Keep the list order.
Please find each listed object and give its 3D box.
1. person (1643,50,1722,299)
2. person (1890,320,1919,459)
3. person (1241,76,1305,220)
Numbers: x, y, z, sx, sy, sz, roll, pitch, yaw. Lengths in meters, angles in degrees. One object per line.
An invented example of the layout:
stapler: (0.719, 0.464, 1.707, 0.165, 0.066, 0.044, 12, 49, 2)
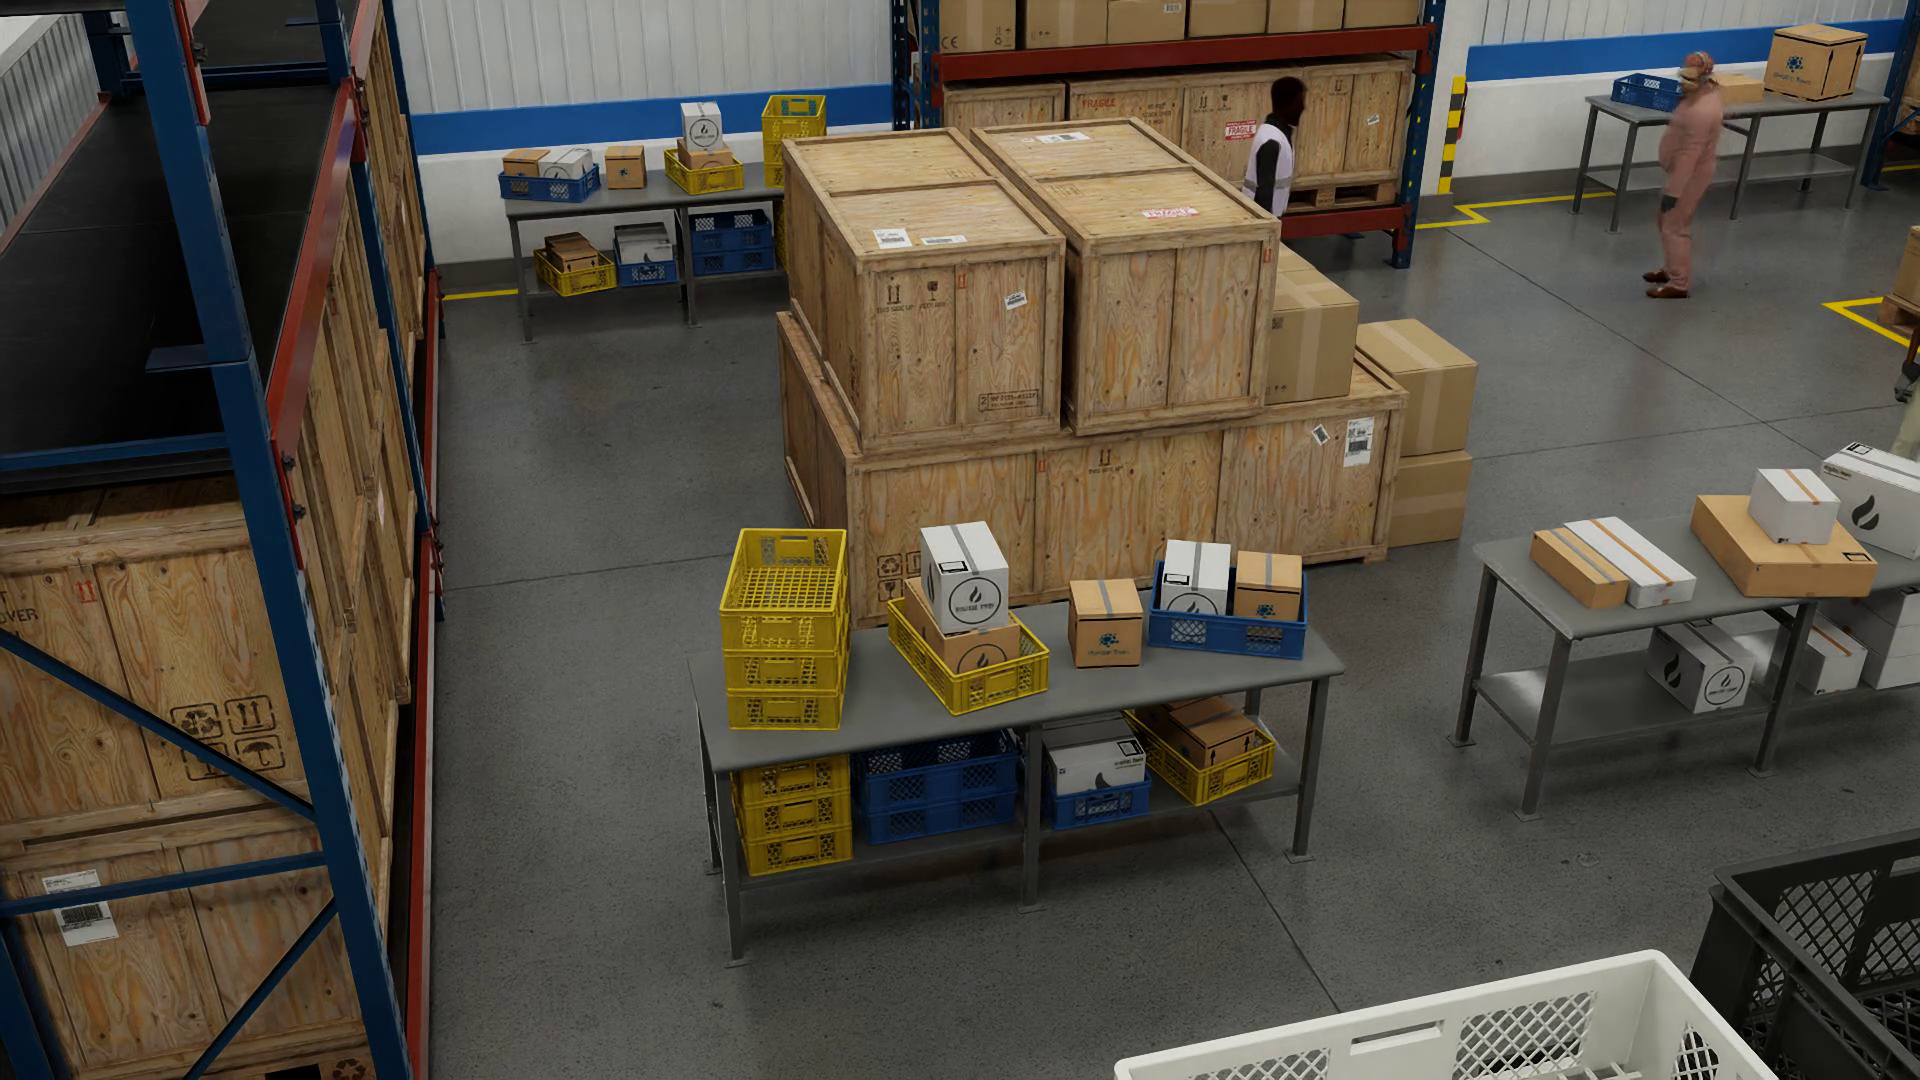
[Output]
person: (5.364, -2.684, 12.319, 0.451, 1.868, 0.695, 10, 31, 18)
person: (5.370, -0.868, 9.019, 0.507, 1.872, 0.329, 16, 32, 26)
person: (2.099, -2.235, 11.462, 0.387, 1.910, 0.589, 8, 30, 15)
